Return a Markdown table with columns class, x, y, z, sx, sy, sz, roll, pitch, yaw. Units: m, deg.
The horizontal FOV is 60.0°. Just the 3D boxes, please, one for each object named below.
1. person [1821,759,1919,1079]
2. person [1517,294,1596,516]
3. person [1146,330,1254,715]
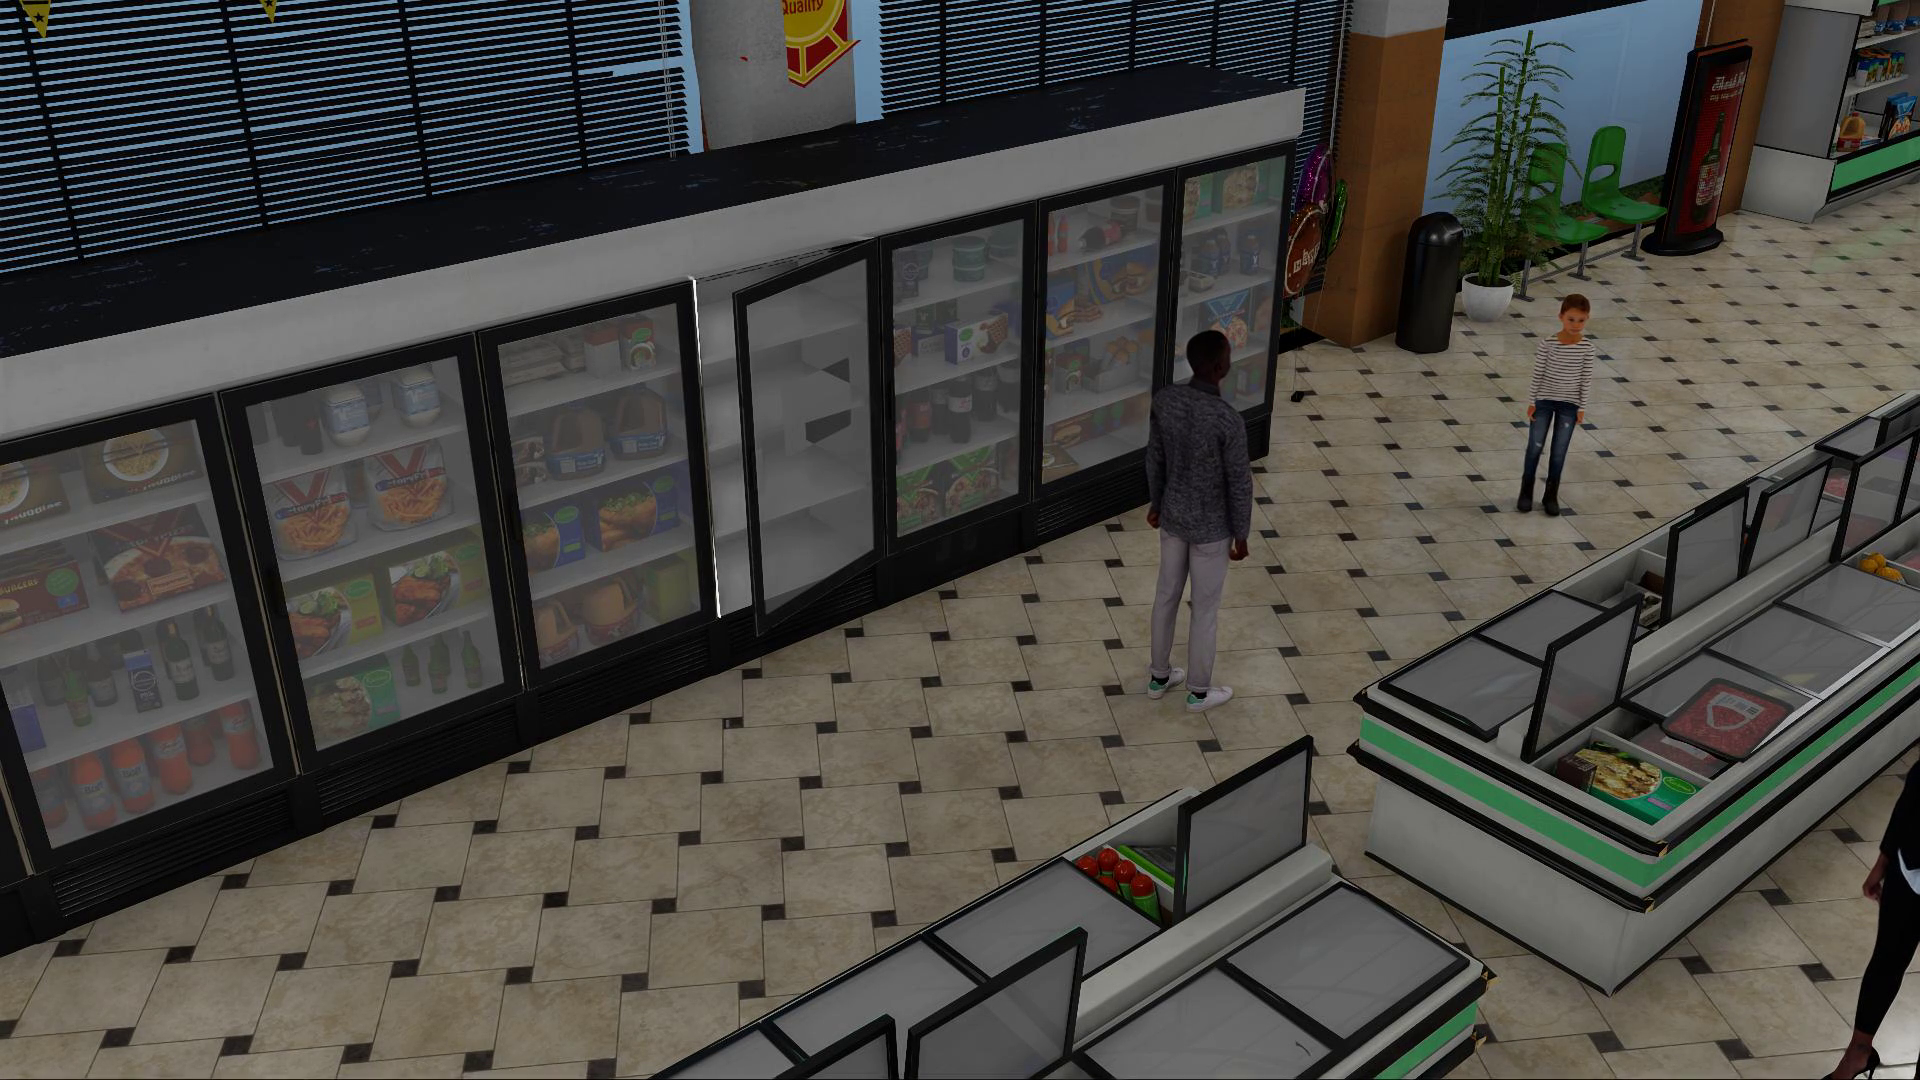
| class | x | y | z | sx | sy | sz | roll | pitch | yaw |
| --- | --- | --- | --- | --- | --- | --- | --- | --- | --- |
| person | 3.093 | 1.123 | 5.225 | 0.620 | 1.834 | 0.660 | -10 | 29 | -20 |
| person | 3.429 | -0.784 | 9.562 | 0.562 | 1.314 | 0.615 | 6 | 28 | 12 |
| person | 1.064 | -0.080 | 7.594 | 0.717 | 1.837 | 0.581 | 23 | 35 | 38 |
